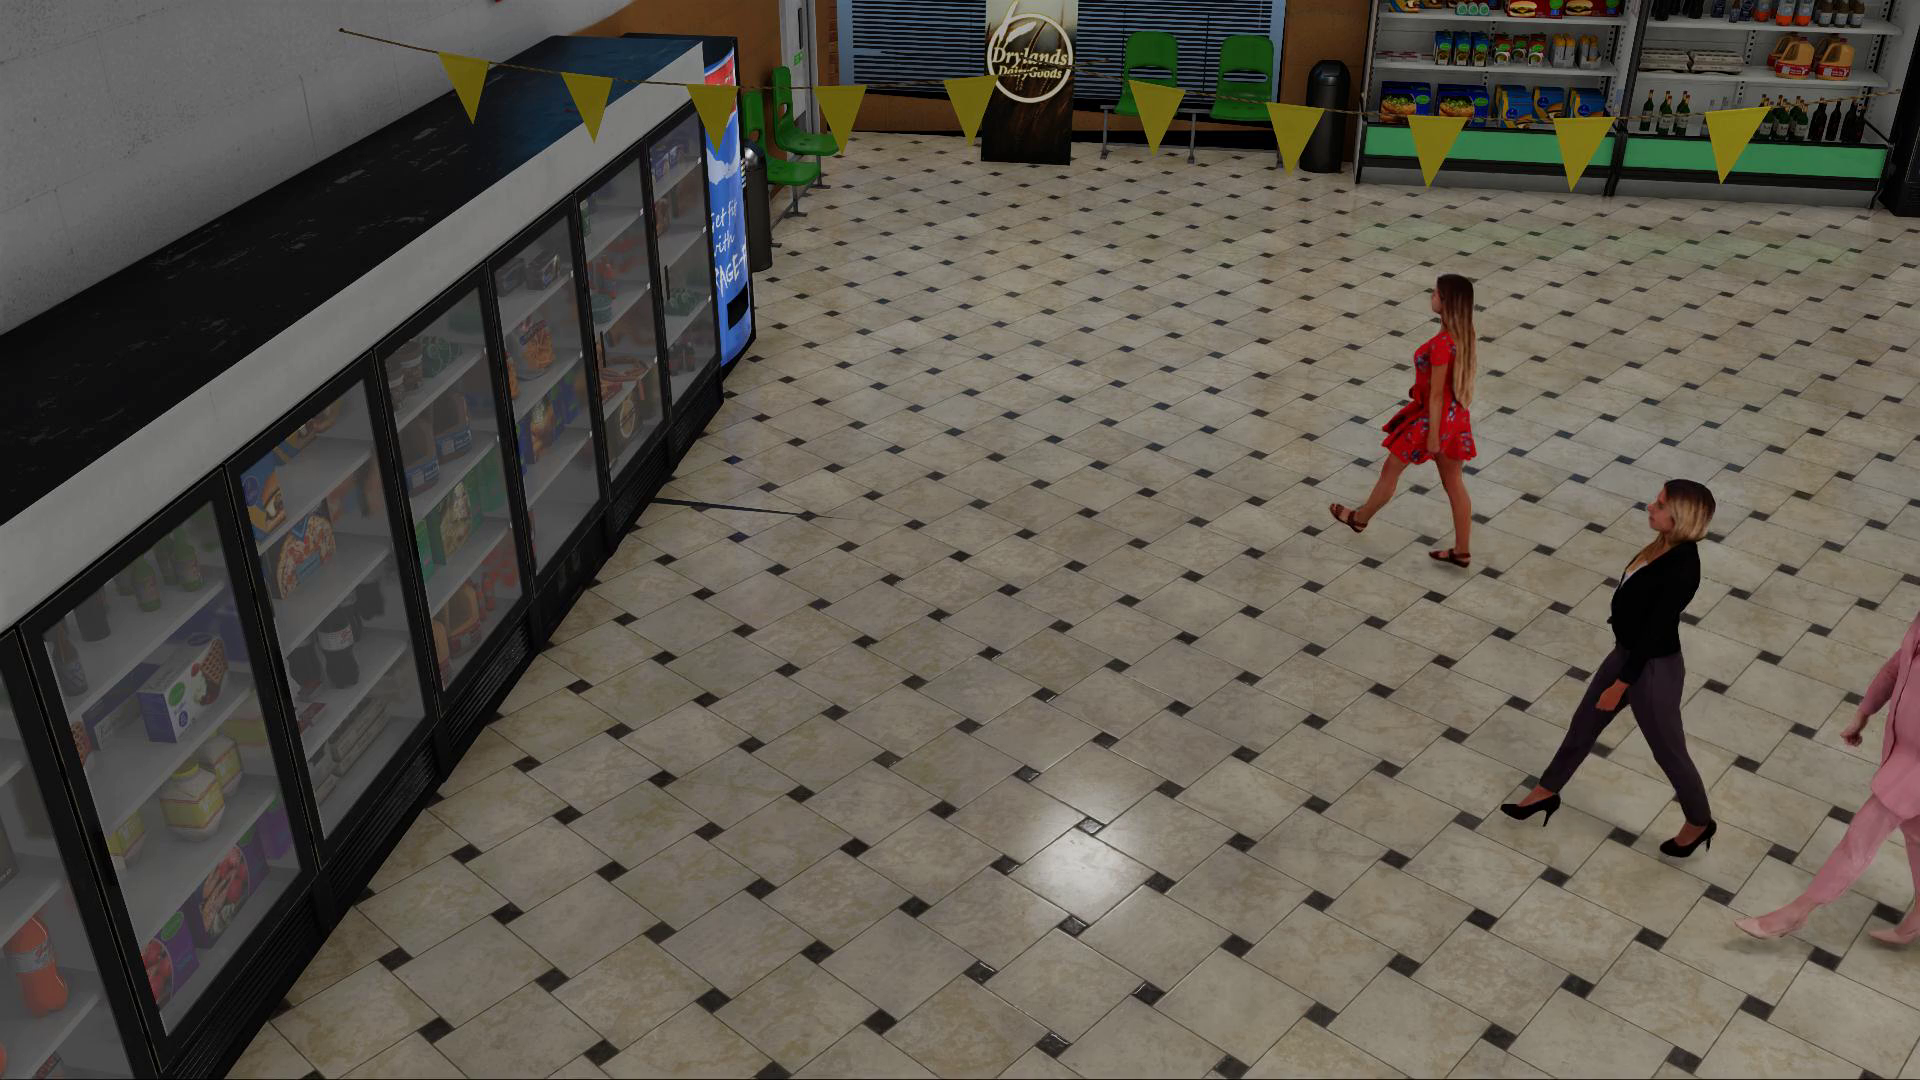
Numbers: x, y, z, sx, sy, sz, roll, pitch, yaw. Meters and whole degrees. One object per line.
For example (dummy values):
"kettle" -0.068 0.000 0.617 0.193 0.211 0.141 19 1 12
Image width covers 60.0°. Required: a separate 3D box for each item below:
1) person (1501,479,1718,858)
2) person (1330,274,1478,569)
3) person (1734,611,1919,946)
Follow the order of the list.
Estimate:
"person" 2.748 0.570 6.437 1.013 1.618 0.584 5 29 10
"person" 2.548 -0.565 8.585 1.113 1.552 0.905 21 35 34
"person" 3.510 0.777 5.900 1.032 1.768 0.701 3 29 5
